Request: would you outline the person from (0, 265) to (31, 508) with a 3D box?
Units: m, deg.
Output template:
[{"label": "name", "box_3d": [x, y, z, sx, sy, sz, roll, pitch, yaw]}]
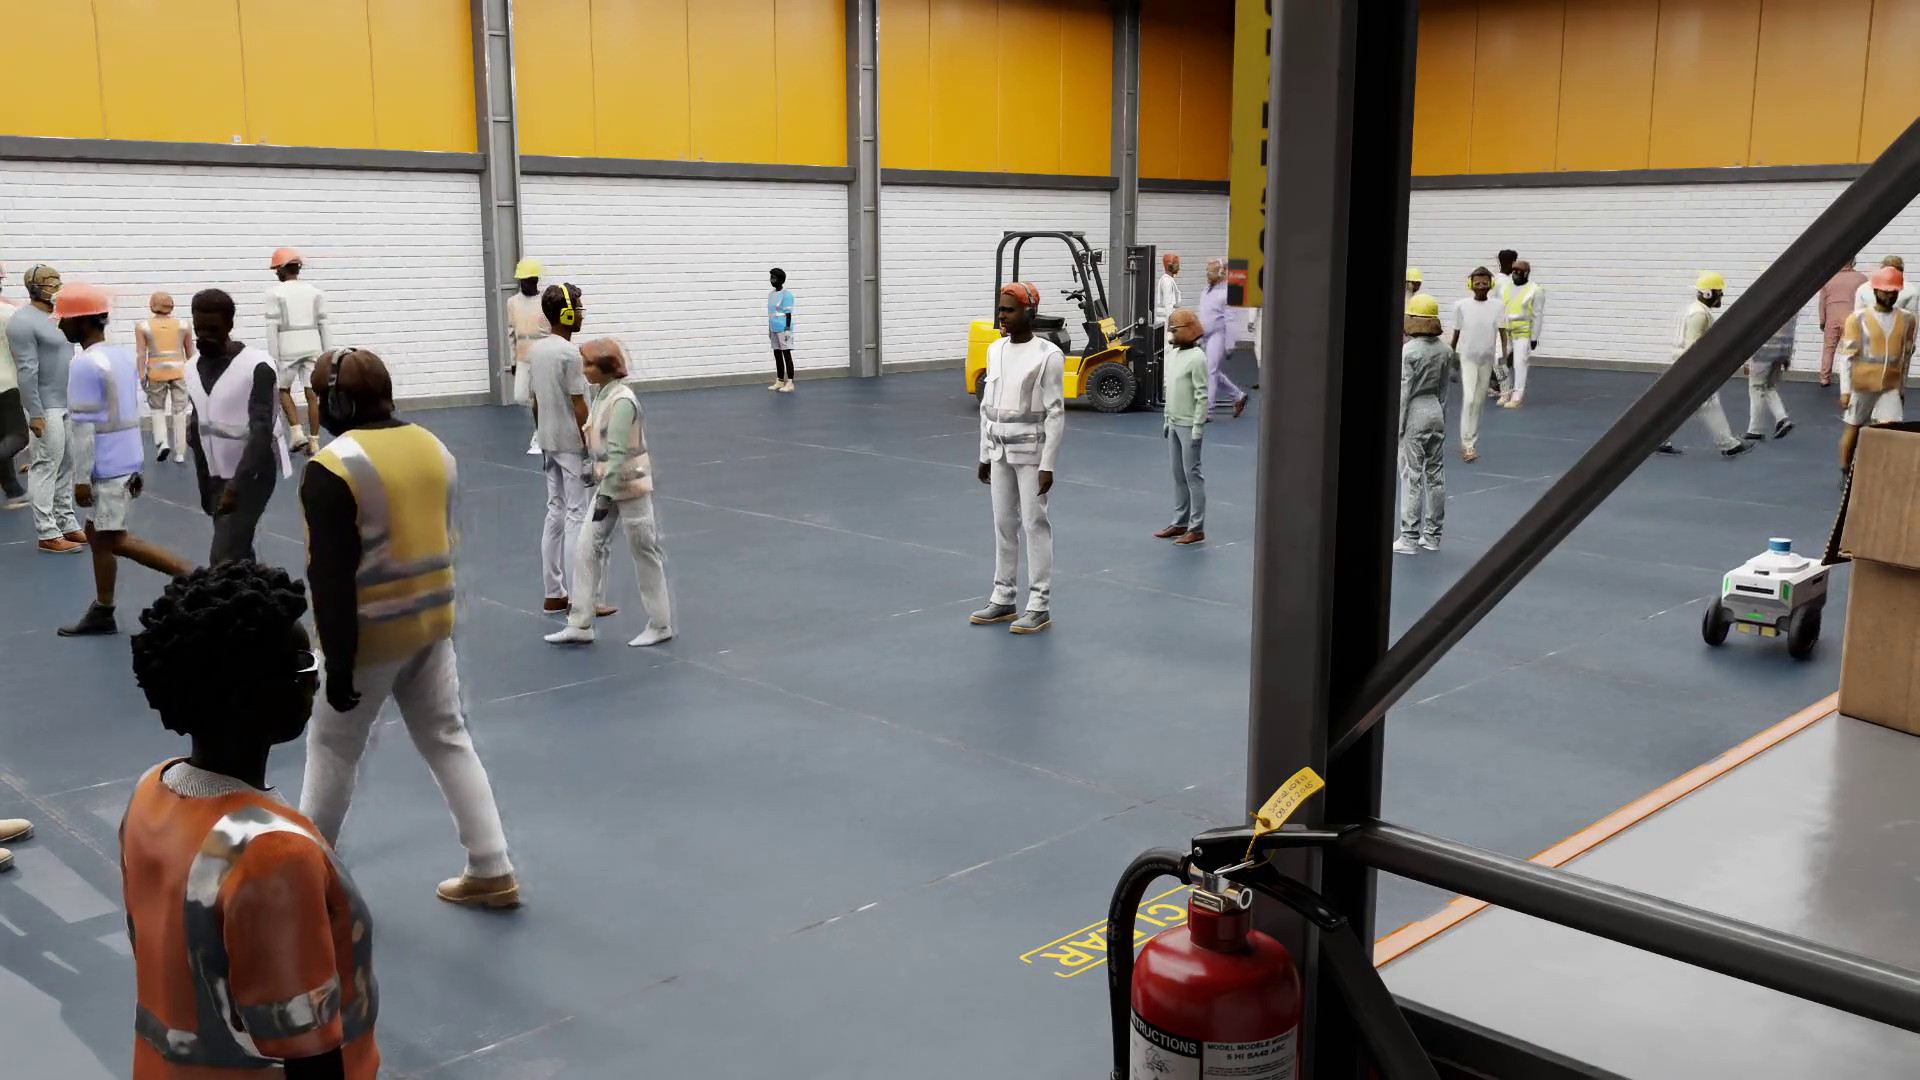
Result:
[{"label": "person", "box_3d": [-7.444, -1.182, 12.767, 0.627, 1.978, 0.746, 3, 11, 14]}]

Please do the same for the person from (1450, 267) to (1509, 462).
[{"label": "person", "box_3d": [4.919, -1.650, 15.728, 0.493, 1.833, 0.841, 1, 10, 4]}]

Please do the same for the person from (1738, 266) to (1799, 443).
[{"label": "person", "box_3d": [8.278, -1.893, 17.053, 0.620, 1.818, 0.422, -5, 11, -24]}]

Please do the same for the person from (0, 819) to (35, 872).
[{"label": "person", "box_3d": [-3.424, 0.102, 5.581, 0.373, 2.044, 0.606, -3, 11, -15]}]

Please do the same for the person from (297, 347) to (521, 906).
[{"label": "person", "box_3d": [-1.826, 0.294, 5.242, 0.889, 1.798, 0.634, 5, 11, 24]}]

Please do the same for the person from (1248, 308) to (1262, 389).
[{"label": "person", "box_3d": [4.392, -3.040, 23.222, 0.713, 1.863, 0.635, -1, 10, -6]}]

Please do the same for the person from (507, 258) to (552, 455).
[{"label": "person", "box_3d": [-4.153, -1.793, 16.288, 0.585, 1.912, 0.463, 3, 11, 15]}]

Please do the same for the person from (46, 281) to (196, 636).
[{"label": "person", "box_3d": [-4.384, -0.407, 8.764, 0.831, 1.913, 0.540, -1, 10, -7]}]

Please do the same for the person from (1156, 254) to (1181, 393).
[{"label": "person", "box_3d": [2.839, -2.936, 22.590, 0.355, 1.882, 0.576, 0, 10, 2]}]

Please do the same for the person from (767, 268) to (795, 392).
[{"label": "person", "box_3d": [-2.457, -2.868, 22.739, 0.320, 1.694, 0.536, -8, 13, -38]}]

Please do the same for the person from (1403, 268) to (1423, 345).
[{"label": "person", "box_3d": [5.388, -2.414, 20.114, 0.526, 1.746, 0.664, -4, 11, -19]}]

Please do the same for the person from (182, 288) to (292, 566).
[{"label": "person", "box_3d": [-3.528, -0.278, 8.089, 0.616, 1.880, 0.554, 6, 12, 29]}]

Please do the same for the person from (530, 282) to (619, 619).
[{"label": "person", "box_3d": [-2.185, -0.493, 9.301, 0.328, 1.872, 0.513, -10, 15, -44]}]

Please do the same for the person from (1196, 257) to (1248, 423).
[{"label": "person", "box_3d": [2.959, -2.280, 18.995, 0.799, 1.883, 0.652, -3, 11, -18]}]

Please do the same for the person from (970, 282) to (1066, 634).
[{"label": "person", "box_3d": [0.312, -0.441, 8.985, 0.355, 1.882, 0.575, -10, 14, -42]}]

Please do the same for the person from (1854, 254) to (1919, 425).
[{"label": "person", "box_3d": [10.428, -2.245, 18.733, 0.634, 1.911, 0.796, 10, 14, 44]}]

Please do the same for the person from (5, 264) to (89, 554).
[{"label": "person", "box_3d": [-6.121, -0.883, 11.236, 0.372, 1.940, 0.632, 0, 10, -2]}]

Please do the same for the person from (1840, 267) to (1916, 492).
[{"label": "person", "box_3d": [7.392, -1.256, 13.430, 0.568, 1.880, 1.014, 2, 11, 9]}]

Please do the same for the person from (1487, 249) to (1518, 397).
[{"label": "person", "box_3d": [7.139, -2.846, 21.889, 0.438, 1.955, 0.635, -2, 11, -10]}]

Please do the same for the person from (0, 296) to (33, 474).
[{"label": "person", "box_3d": [-8.429, -1.478, 14.412, 0.592, 1.969, 0.642, 1, 10, 5]}]

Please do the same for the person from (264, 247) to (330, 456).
[{"label": "person", "box_3d": [-6.419, -1.819, 16.137, 0.624, 2.012, 0.544, -10, 14, -42]}]

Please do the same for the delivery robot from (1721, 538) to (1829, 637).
[{"label": "delivery robot", "box_3d": [4.254, 0.234, 8.667, 0.477, 0.478, 0.707, 9, 14, 42]}]

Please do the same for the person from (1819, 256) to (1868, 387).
[{"label": "person", "box_3d": [12.388, -3.086, 23.327, 0.410, 1.912, 0.643, -10, 15, -44]}]

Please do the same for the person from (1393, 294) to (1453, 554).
[{"label": "person", "box_3d": [3.076, -0.776, 11.188, 0.484, 1.744, 0.296, -7, 12, -32]}]

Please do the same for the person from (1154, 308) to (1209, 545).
[{"label": "person", "box_3d": [1.550, -0.786, 11.541, 0.270, 1.631, 0.507, -3, 11, -18]}]

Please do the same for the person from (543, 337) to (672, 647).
[{"label": "person", "box_3d": [-1.835, -0.222, 8.532, 0.747, 1.606, 0.525, -7, 12, -33]}]

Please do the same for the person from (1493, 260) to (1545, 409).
[{"label": "person", "box_3d": [6.848, -2.525, 20.487, 0.451, 1.828, 0.660, -9, 14, -40]}]

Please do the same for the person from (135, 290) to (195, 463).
[{"label": "person", "box_3d": [-7.422, -1.520, 15.582, 0.514, 1.623, 0.369, -6, 12, -29]}]

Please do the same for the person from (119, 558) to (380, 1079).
[{"label": "person", "box_3d": [-0.987, 0.865, 2.368, 0.318, 1.697, 0.535, -10, 15, -44]}]

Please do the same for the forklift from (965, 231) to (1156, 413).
[{"label": "forklift", "box_3d": [1.222, -2.721, 20.561, 2.313, 2.155, 1.214, 2, 11, 13]}]

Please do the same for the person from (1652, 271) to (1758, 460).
[{"label": "person", "box_3d": [7.142, -1.658, 15.876, 0.954, 1.776, 0.618, 4, 11, 21]}]
